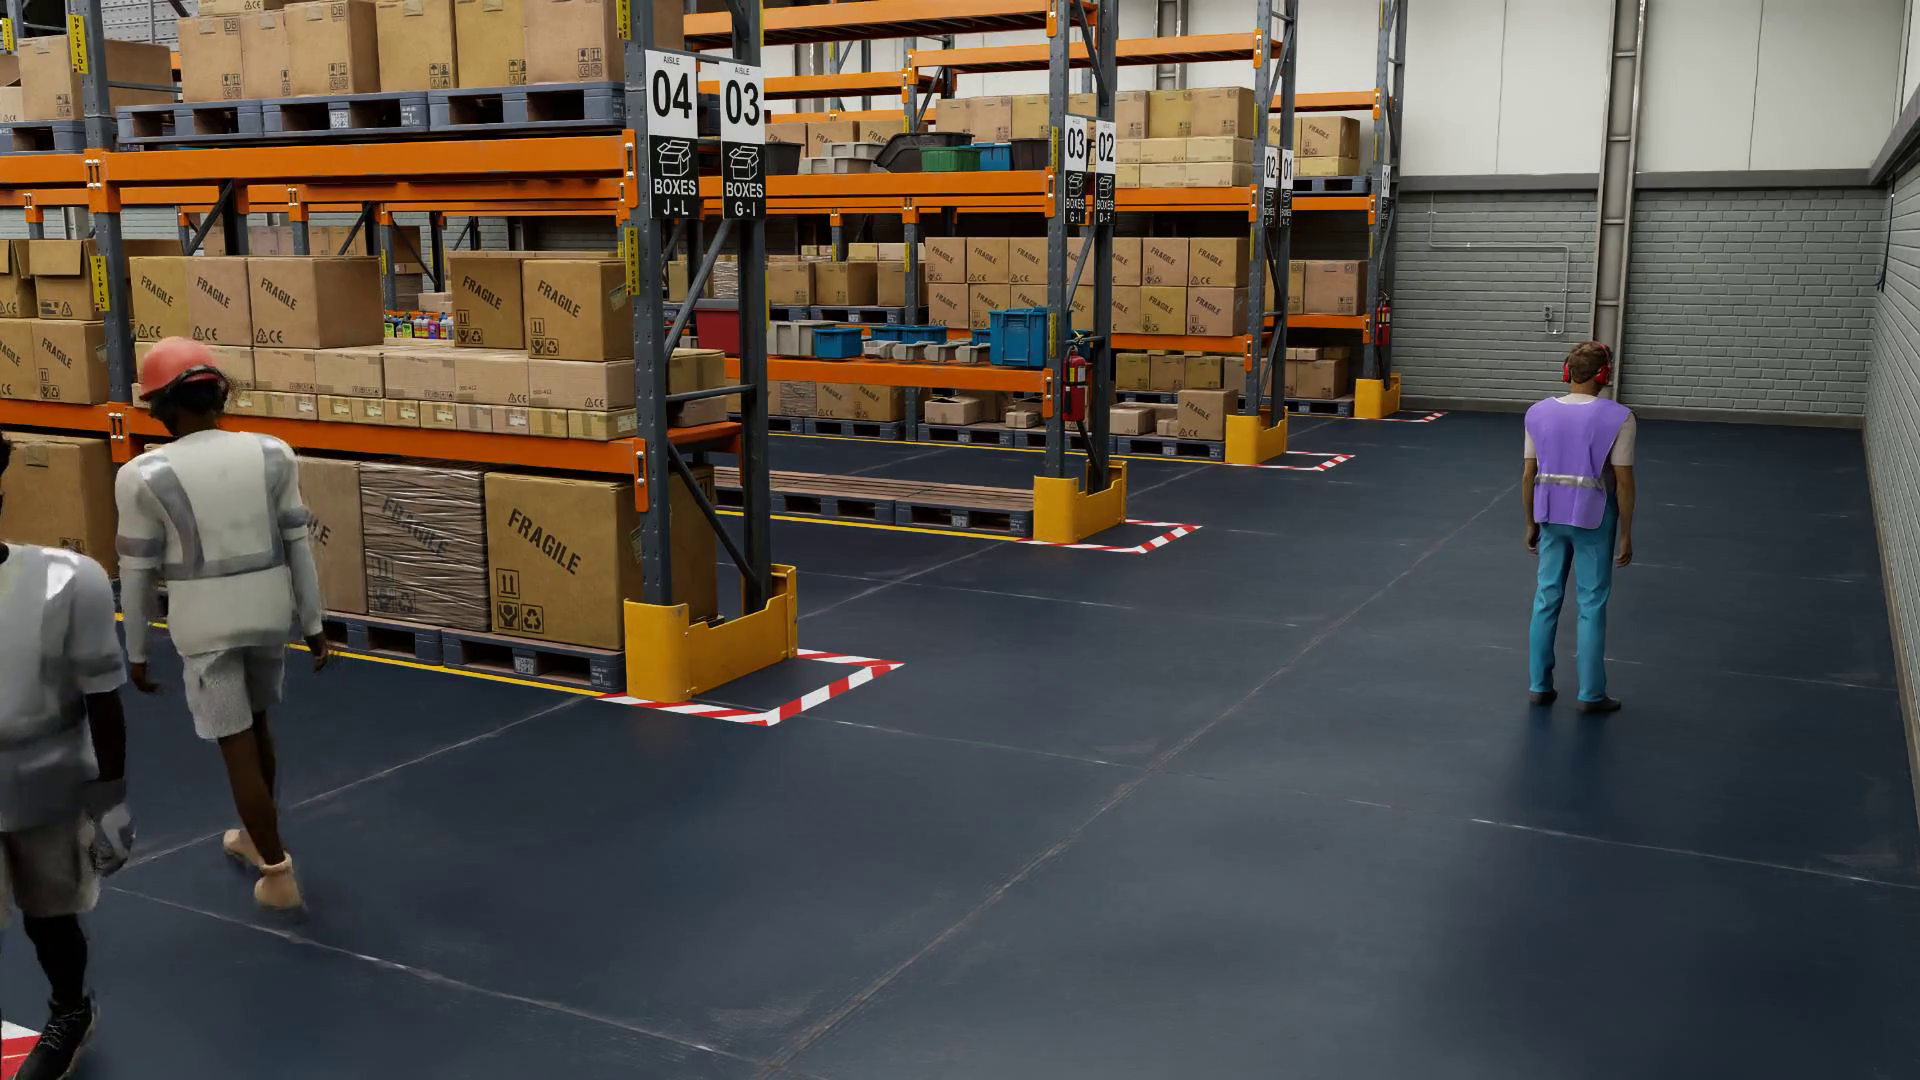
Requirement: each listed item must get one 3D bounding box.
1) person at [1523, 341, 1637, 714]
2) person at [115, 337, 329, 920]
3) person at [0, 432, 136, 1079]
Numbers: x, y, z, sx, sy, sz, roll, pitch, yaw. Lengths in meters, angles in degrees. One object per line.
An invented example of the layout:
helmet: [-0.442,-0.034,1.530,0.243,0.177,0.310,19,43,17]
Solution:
person: [3.035,-0.057,8.207,0.564,1.839,0.390,10,14,44]
person: [-2.617,0.299,5.815,0.901,2.000,0.634,9,14,41]
person: [-2.443,0.632,4.248,0.612,1.934,0.896,-5,12,-27]
